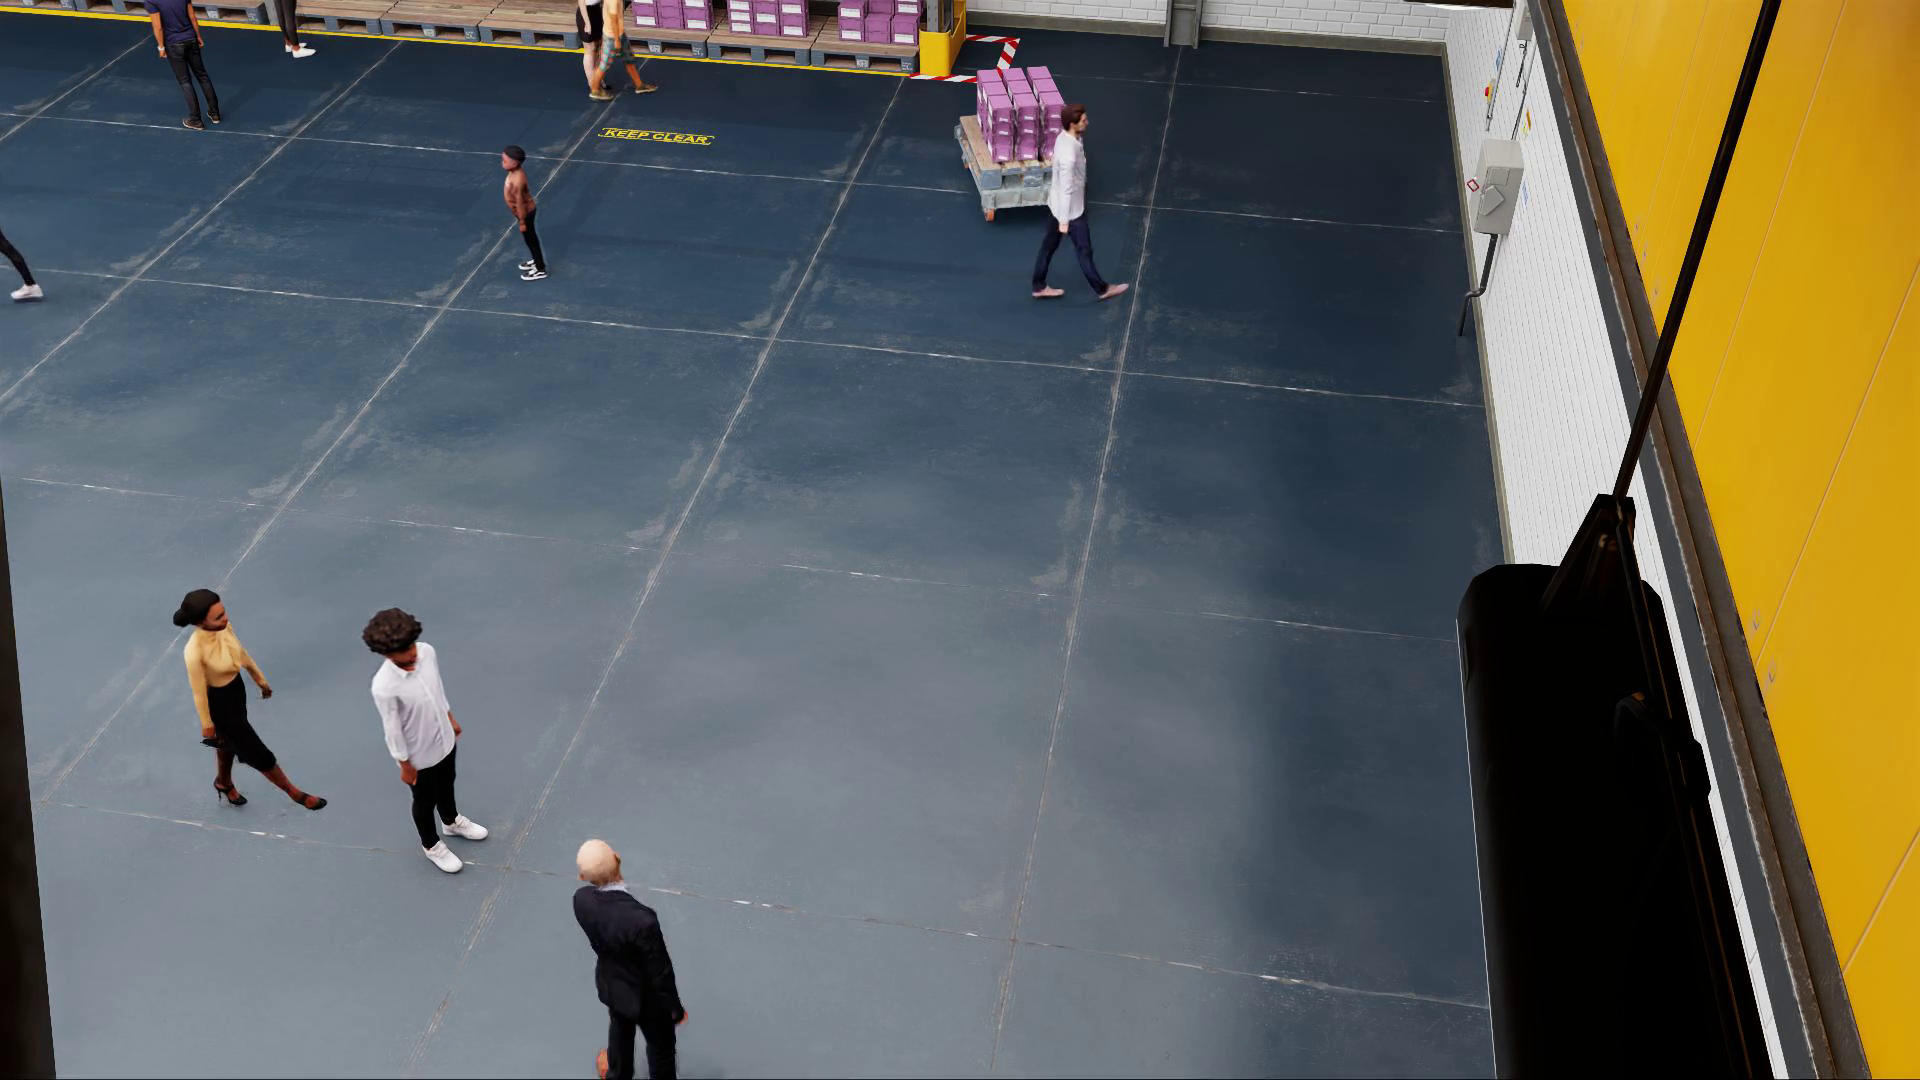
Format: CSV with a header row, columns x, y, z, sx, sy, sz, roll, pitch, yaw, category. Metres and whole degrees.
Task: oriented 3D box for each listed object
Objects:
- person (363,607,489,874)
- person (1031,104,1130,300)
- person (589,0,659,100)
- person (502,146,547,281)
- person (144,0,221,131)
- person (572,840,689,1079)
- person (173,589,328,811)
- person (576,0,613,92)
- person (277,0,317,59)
x,y,z,sx,sy,sz,roll,pitch,yaw,category
-3.016,1.101,9.333,0.612,1.809,0.675,14,41,17,person
0.825,-2.862,14.286,1.156,1.819,0.876,-3,39,-3,person
-3.762,-5.389,17.776,1.008,1.414,0.702,-3,39,-4,person
-3.882,-2.930,14.827,0.586,1.252,0.578,-10,40,-12,person
-8.037,-5.137,17.153,0.696,1.797,0.714,26,45,28,person
-1.532,2.183,8.011,0.971,1.767,0.742,-27,46,-30,person
-4.328,0.958,9.659,0.967,1.625,0.649,3,39,4,person
-3.967,-5.579,17.825,0.499,1.649,0.546,6,39,7,person
-7.652,-6.281,18.710,0.701,1.642,0.643,-23,44,-26,person
